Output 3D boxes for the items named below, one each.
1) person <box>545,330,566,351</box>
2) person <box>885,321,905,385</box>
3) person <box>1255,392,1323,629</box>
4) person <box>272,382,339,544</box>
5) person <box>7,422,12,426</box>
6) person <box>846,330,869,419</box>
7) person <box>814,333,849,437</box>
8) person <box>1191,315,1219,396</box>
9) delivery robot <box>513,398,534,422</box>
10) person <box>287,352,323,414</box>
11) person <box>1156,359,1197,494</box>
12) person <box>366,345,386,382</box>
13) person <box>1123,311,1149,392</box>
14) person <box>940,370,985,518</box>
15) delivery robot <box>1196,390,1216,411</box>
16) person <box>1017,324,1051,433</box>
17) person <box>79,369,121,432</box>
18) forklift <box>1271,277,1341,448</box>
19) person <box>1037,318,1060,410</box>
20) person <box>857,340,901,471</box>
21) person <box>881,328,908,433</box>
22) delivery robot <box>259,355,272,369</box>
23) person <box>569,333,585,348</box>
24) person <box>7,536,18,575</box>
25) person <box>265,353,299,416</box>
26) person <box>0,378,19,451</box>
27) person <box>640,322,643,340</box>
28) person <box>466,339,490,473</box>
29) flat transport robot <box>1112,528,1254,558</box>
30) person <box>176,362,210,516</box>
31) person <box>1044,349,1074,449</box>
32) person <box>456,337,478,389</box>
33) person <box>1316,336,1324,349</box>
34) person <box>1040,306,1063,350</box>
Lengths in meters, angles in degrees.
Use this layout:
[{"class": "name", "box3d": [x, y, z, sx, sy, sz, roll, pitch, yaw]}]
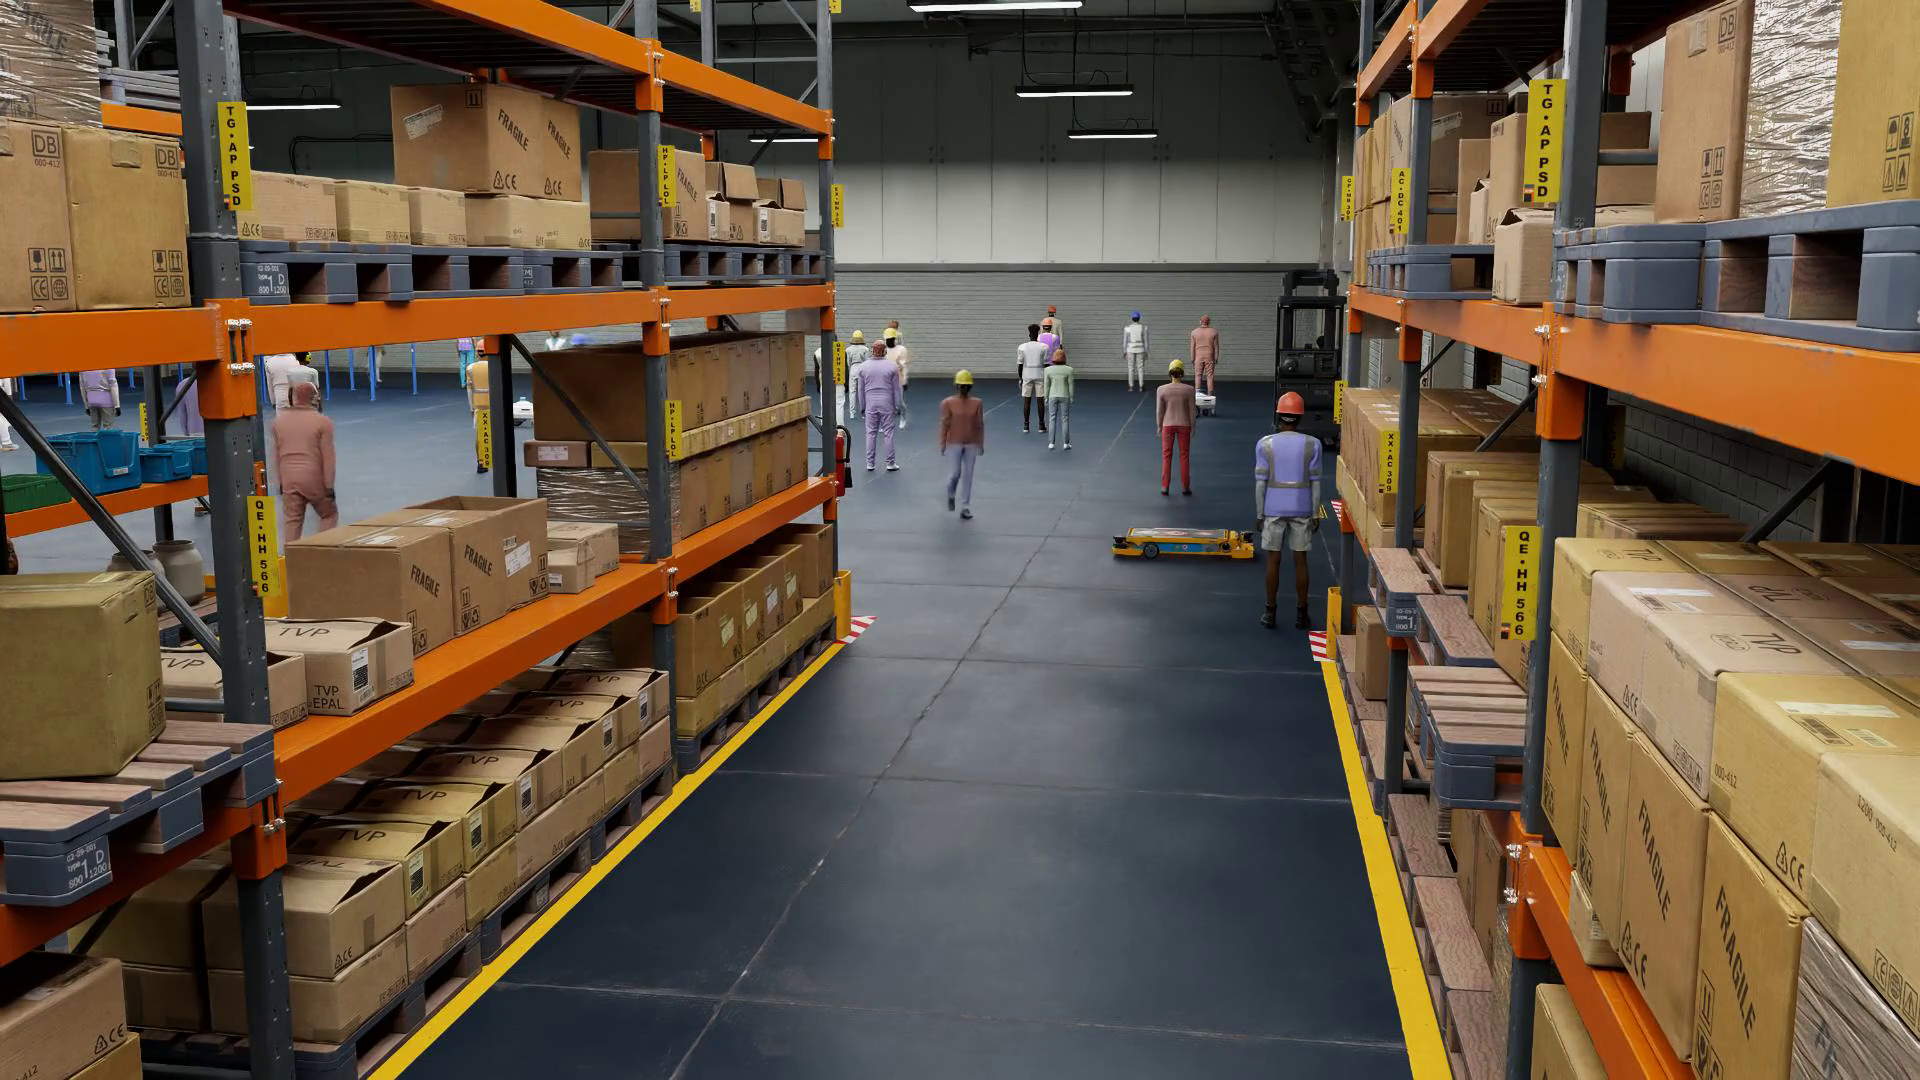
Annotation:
[{"class": "person", "box3d": [-9.433, -4.181, 38.939, 0.518, 1.600, 0.823, 1, 9, 7]}, {"class": "person", "box3d": [-1.671, -4.781, 42.537, 0.513, 1.641, 0.307, 1, 9, 9]}, {"class": "person", "box3d": [2.689, -0.246, 13.649, 0.544, 1.939, 0.354, 1, 9, 9]}, {"class": "person", "box3d": [-6.213, -0.558, 15.806, 0.648, 1.867, 0.649, 1, 9, 7]}, {"class": "person", "box3d": [-18.209, -3.088, 31.238, 0.593, 1.920, 0.391, 1, 9, 9]}, {"class": "person", "box3d": [-2.014, -3.279, 32.957, 0.486, 1.744, 0.296, 1, 9, 9]}, {"class": "person", "box3d": [-2.253, -2.746, 29.366, 0.627, 1.844, 0.429, 1, 9, 9]}, {"class": "person", "box3d": [5.554, -4.139, 37.756, 0.643, 1.909, 0.410, 1, 9, 9]}, {"class": "delivery robot", "box3d": [-8.199, -2.431, 31.221, 0.707, 0.478, 0.477, 1, 9, 9]}, {"class": "person", "box3d": [-9.261, -1.824, 23.593, 0.511, 1.872, 0.328, 1, 9, 9]}, {"class": "person", "box3d": [2.831, -1.478, 21.777, 0.524, 1.769, 0.309, 1, 9, 9]}, {"class": "person", "box3d": [-15.344, -4.960, 43.704, 0.375, 1.625, 0.516, 4, 10, 25]}, {"class": "person", "box3d": [4.283, -4.580, 40.424, 0.640, 1.935, 0.413, 0, 9, 3]}, {"class": "person", "box3d": [0.033, -1.144, 19.731, 0.545, 1.751, 0.406, -3, 10, -20]}, {"class": "delivery robot", "box3d": [4.769, -2.775, 33.343, 0.707, 0.478, 0.477, -5, 10, -26]}, {"class": "person", "box3d": [1.344, -2.931, 30.122, 0.606, 1.967, 0.367, 1, 9, 9]}, {"class": "person", "box3d": [-12.740, -2.030, 24.686, 0.587, 1.928, 0.362, 1, 9, 9]}, {"class": "forklift", "box3d": [5.847, -3.016, 27.970, 1.129, 2.768, 1.873, 1, 9, 9]}, {"class": "person", "box3d": [1.833, -3.693, 34.912, 0.544, 1.938, 0.355, 1, 9, 9]}, {"class": "person", "box3d": [-1.167, -1.967, 24.362, 0.643, 1.909, 0.410, 1, 9, 9]}, {"class": "person", "box3d": [-1.190, -2.930, 30.347, 0.597, 1.898, 0.814, 4, 10, 21]}, {"class": "delivery robot", "box3d": [-19.795, -5.084, 47.585, 0.707, 0.478, 0.477, 1, 9, 9]}, {"class": "person", "box3d": [-6.066, -2.378, 26.807, 0.605, 1.934, 0.643, 4, 10, 22]}, {"class": "person", "box3d": [-4.838, 0.755, 8.409, 0.499, 1.633, 0.286, 1, 9, 9]}, {"class": "person", "box3d": [-10.227, -2.134, 25.395, 0.643, 1.908, 0.410, 1, 9, 9]}, {"class": "person", "box3d": [-15.722, -2.400, 27.110, 0.576, 1.882, 0.355, 1, 9, 9]}, {"class": "person", "box3d": [-6.997, -4.032, 36.823, 0.998, 1.996, 0.627, -4, 10, -21]}, {"class": "person", "box3d": [-6.860, -1.945, 24.127, 0.544, 1.938, 0.355, 1, 9, 9]}, {"class": "flat transport robot", "box3d": [2.319, 0.022, 17.257, 1.431, 0.197, 0.652, 1, 9, 9]}, {"class": "person", "box3d": [-9.029, -1.263, 19.920, 0.632, 1.940, 0.372, 1, 9, 9]}, {"class": "person", "box3d": [1.632, -2.317, 27.361, 0.499, 1.633, 0.286, 1, 9, 9]}, {"class": "person", "box3d": [-12.253, -4.684, 41.304, 0.567, 1.846, 0.389, 1, 9, 9]}, {"class": "person", "box3d": [6.833, -3.016, 31.475, 0.534, 1.697, 0.318, 1, 9, 9]}, {"class": "person", "box3d": [2.426, -5.187, 43.948, 0.611, 1.995, 0.375, 1, 9, 9]}]
